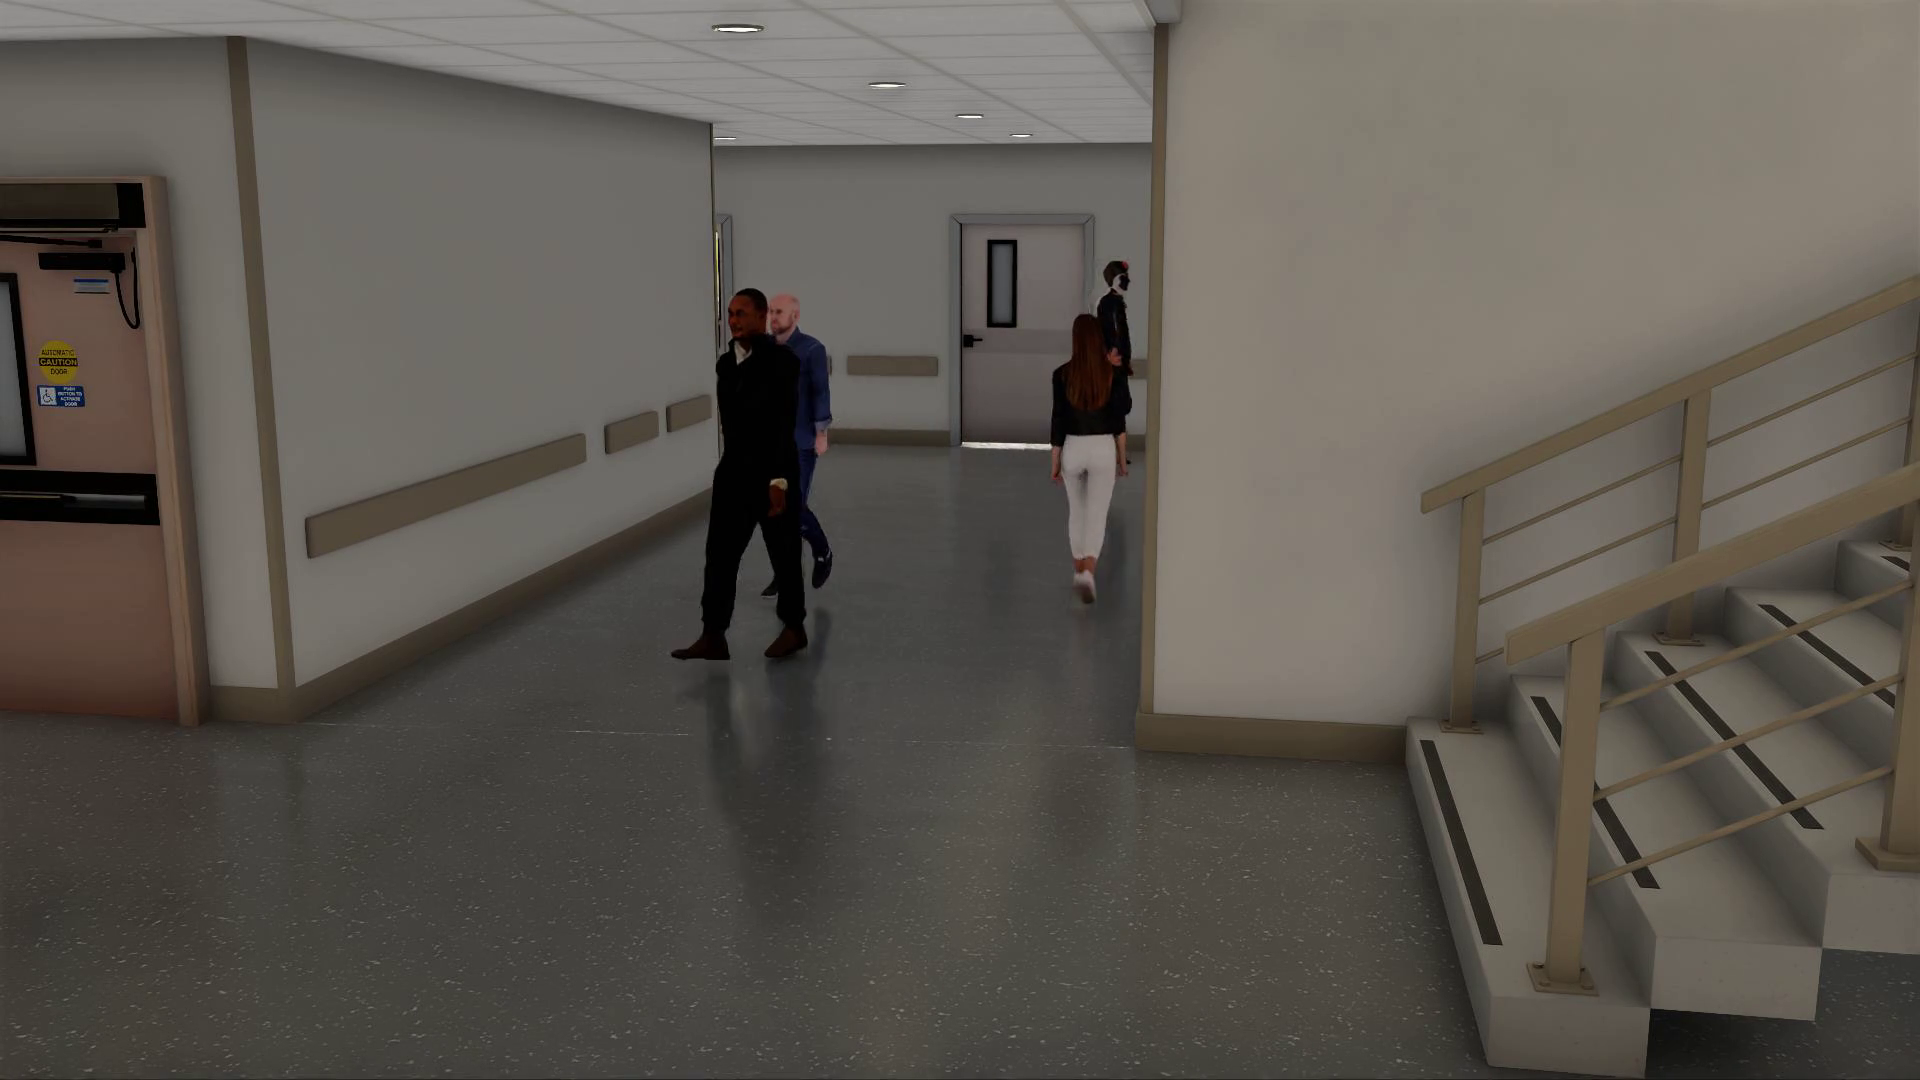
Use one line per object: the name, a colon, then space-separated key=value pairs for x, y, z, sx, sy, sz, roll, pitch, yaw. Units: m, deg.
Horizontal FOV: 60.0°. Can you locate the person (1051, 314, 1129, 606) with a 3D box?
person: x=0.752 y=-0.454 z=9.754 sx=1.034 sy=1.673 sz=0.681 roll=2 pitch=11 yaw=13

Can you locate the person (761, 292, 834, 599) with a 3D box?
person: x=-0.991 y=-0.562 z=9.953 sx=0.801 sy=1.812 sz=0.913 roll=7 pitch=13 yaw=33

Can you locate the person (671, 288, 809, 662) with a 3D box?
person: x=-0.954 y=-0.316 z=8.477 sx=1.113 sy=1.878 sz=1.020 roll=6 pitch=12 yaw=29

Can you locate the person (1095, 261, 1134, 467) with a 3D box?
person: x=1.311 y=-1.602 z=15.249 sx=0.691 sy=1.880 sz=0.710 roll=3 pitch=11 yaw=13
